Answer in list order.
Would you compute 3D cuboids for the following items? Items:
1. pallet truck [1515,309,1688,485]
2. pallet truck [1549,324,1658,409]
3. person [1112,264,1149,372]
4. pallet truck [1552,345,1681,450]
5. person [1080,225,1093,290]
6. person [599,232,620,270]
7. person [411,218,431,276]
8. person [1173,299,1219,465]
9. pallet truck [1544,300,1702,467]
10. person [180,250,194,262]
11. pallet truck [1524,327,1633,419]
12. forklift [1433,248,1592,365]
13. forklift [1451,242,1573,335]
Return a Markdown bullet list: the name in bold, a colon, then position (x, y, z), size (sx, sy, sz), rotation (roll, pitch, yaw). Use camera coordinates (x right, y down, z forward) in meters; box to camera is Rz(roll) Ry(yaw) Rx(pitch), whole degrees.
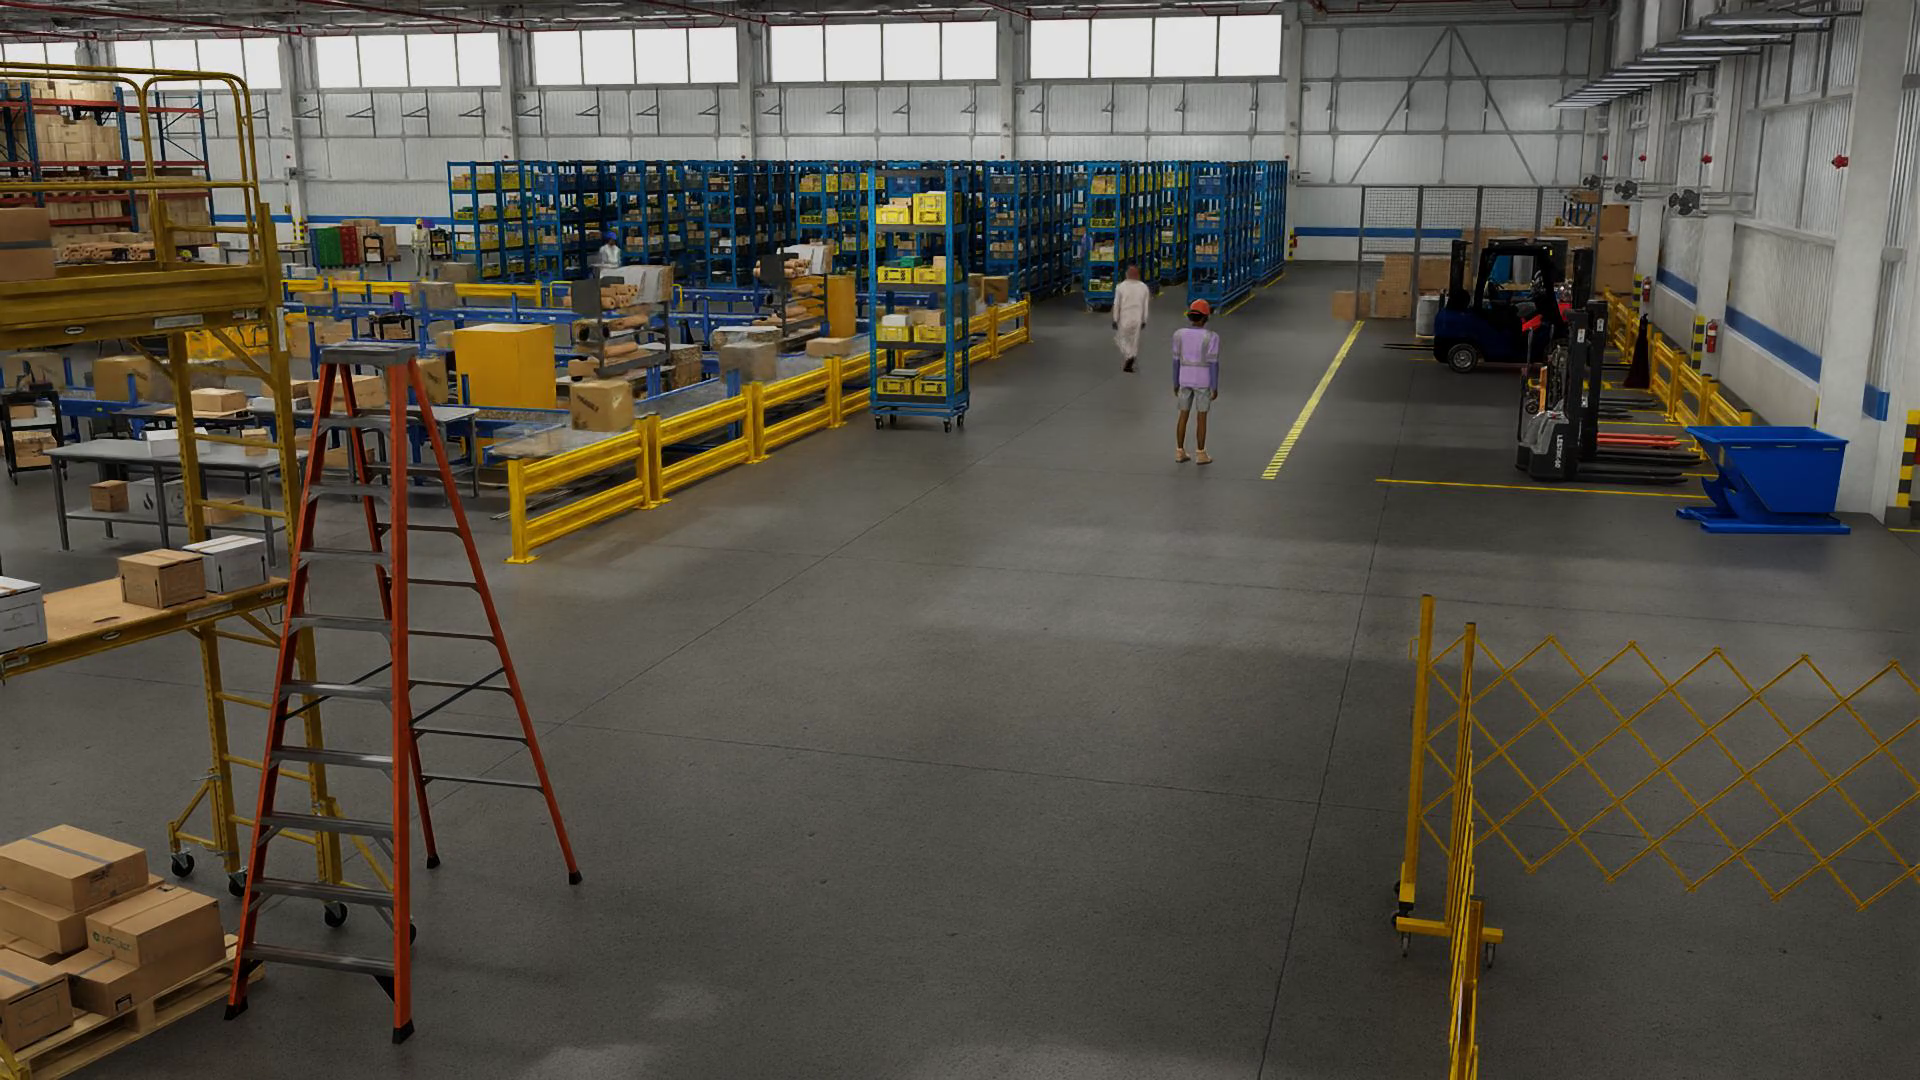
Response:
- **pallet truck**: position (7.554, -1.677, 19.446), size (1.885, 1.965, 0.823), rotation (3, 13, 14)
- **pallet truck**: position (9.824, -2.669, 25.407), size (1.601, 1.201, 0.680), rotation (4, 14, 16)
- **person**: position (2.977, -3.871, 29.138), size (0.672, 1.893, 0.454), rotation (-4, 14, -18)
- **pallet truck**: position (8.641, -1.896, 21.908), size (1.630, 1.274, 0.653), rotation (4, 14, 16)
- **person**: position (3.598, -8.015, 47.170), size (0.388, 1.837, 0.564), rotation (-1, 13, -5)
- **person**: position (-8.564, -6.565, 40.726), size (0.565, 1.916, 0.704), rotation (12, 17, 41)
- **person**: position (-17.051, -9.263, 52.607), size (0.599, 1.825, 0.404), rotation (-1, 13, -4)
- **person**: position (2.918, -1.948, 20.543), size (0.609, 2.035, 0.408), rotation (8, 15, 31)
- **pallet truck**: position (8.263, -1.952, 20.631), size (1.885, 1.965, 0.823), rotation (5, 14, 20)
- **person**: position (-17.012, -5.518, 36.655), size (0.925, 1.717, 0.526), rotation (1, 13, 4)
- **pallet truck**: position (9.065, -2.460, 24.370), size (1.522, 1.261, 0.704), rotation (3, 13, 14)
- **forklift**: position (9.780, -4.111, 29.280), size (2.680, 1.987, 1.157), rotation (3, 13, 14)
- **forklift**: position (10.464, -4.597, 31.405), size (2.680, 1.987, 1.157), rotation (4, 14, 16)
